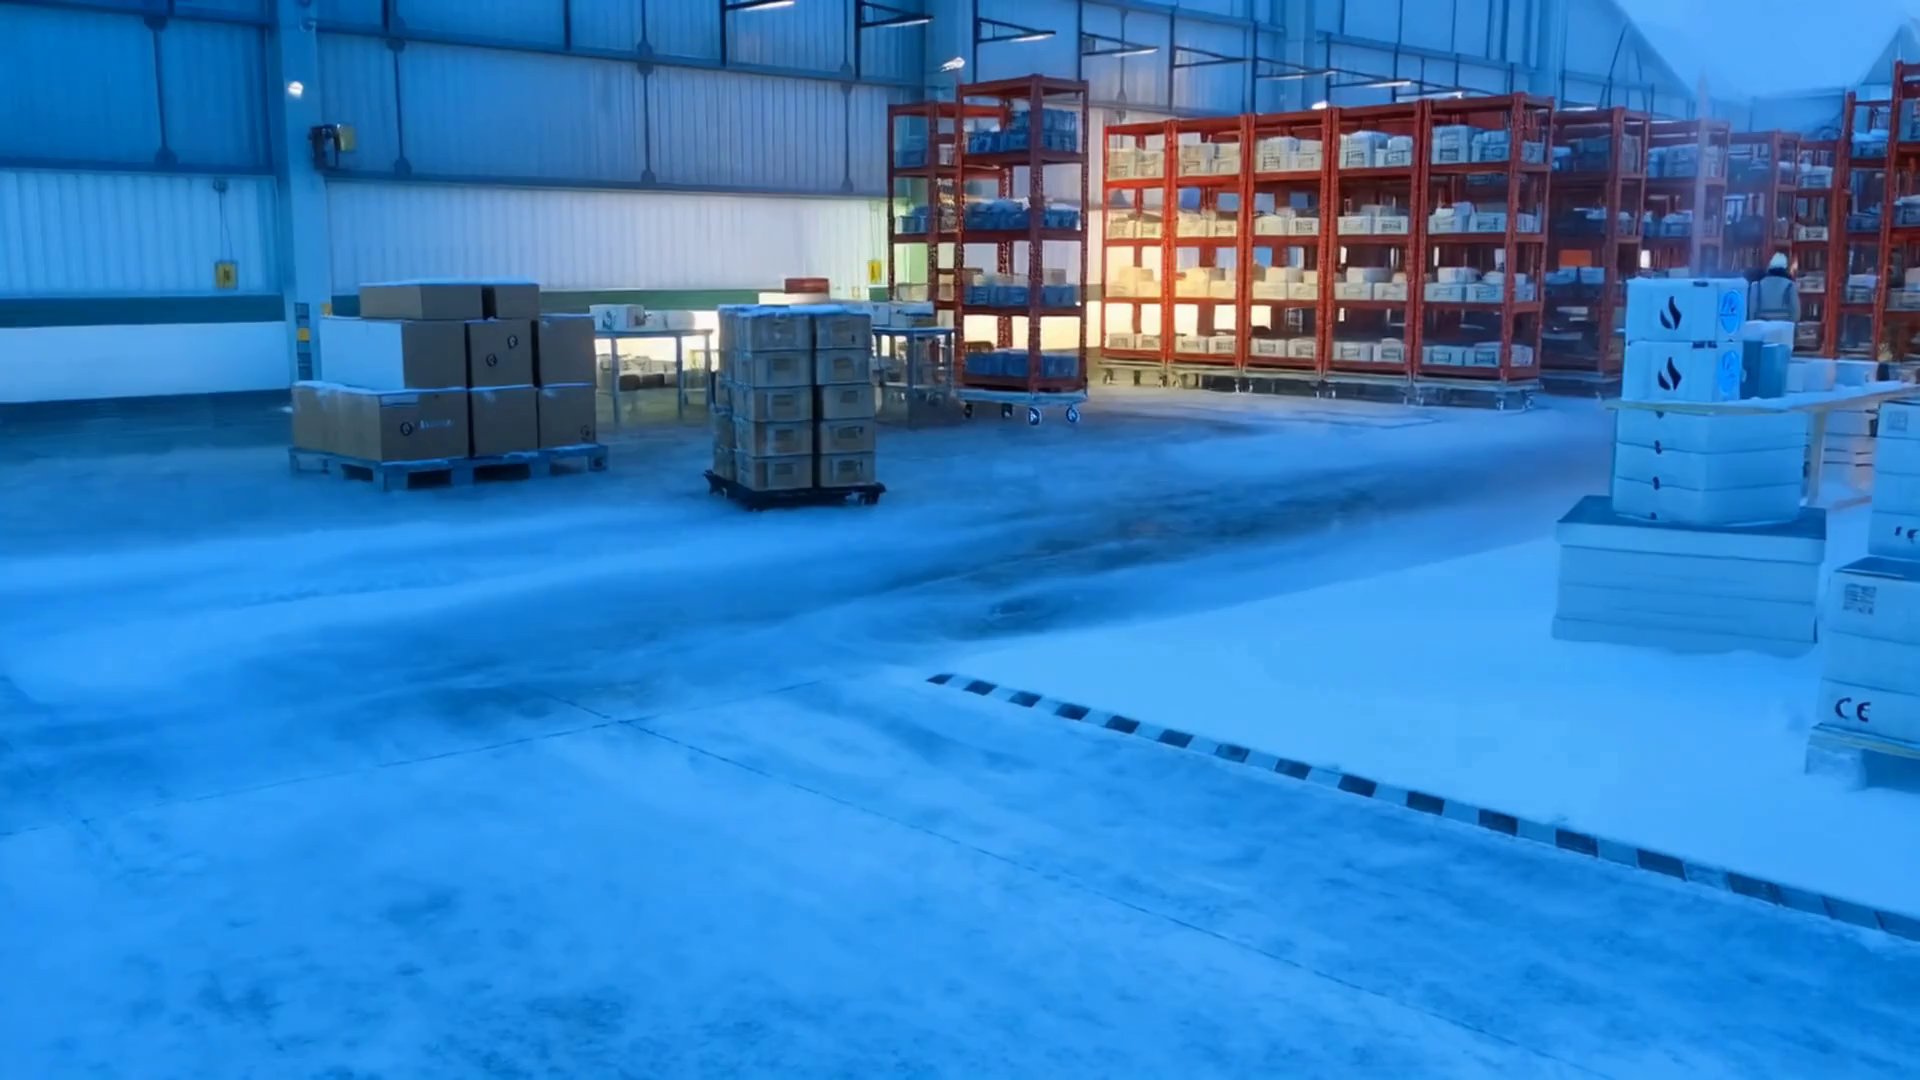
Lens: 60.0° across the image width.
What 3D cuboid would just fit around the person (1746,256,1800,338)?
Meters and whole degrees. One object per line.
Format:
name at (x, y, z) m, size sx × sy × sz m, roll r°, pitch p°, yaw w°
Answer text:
person at (10.828, -2.866, 22.127) m, size 0.629 × 1.785 × 0.918 m, roll 6°, pitch 11°, yaw 34°
